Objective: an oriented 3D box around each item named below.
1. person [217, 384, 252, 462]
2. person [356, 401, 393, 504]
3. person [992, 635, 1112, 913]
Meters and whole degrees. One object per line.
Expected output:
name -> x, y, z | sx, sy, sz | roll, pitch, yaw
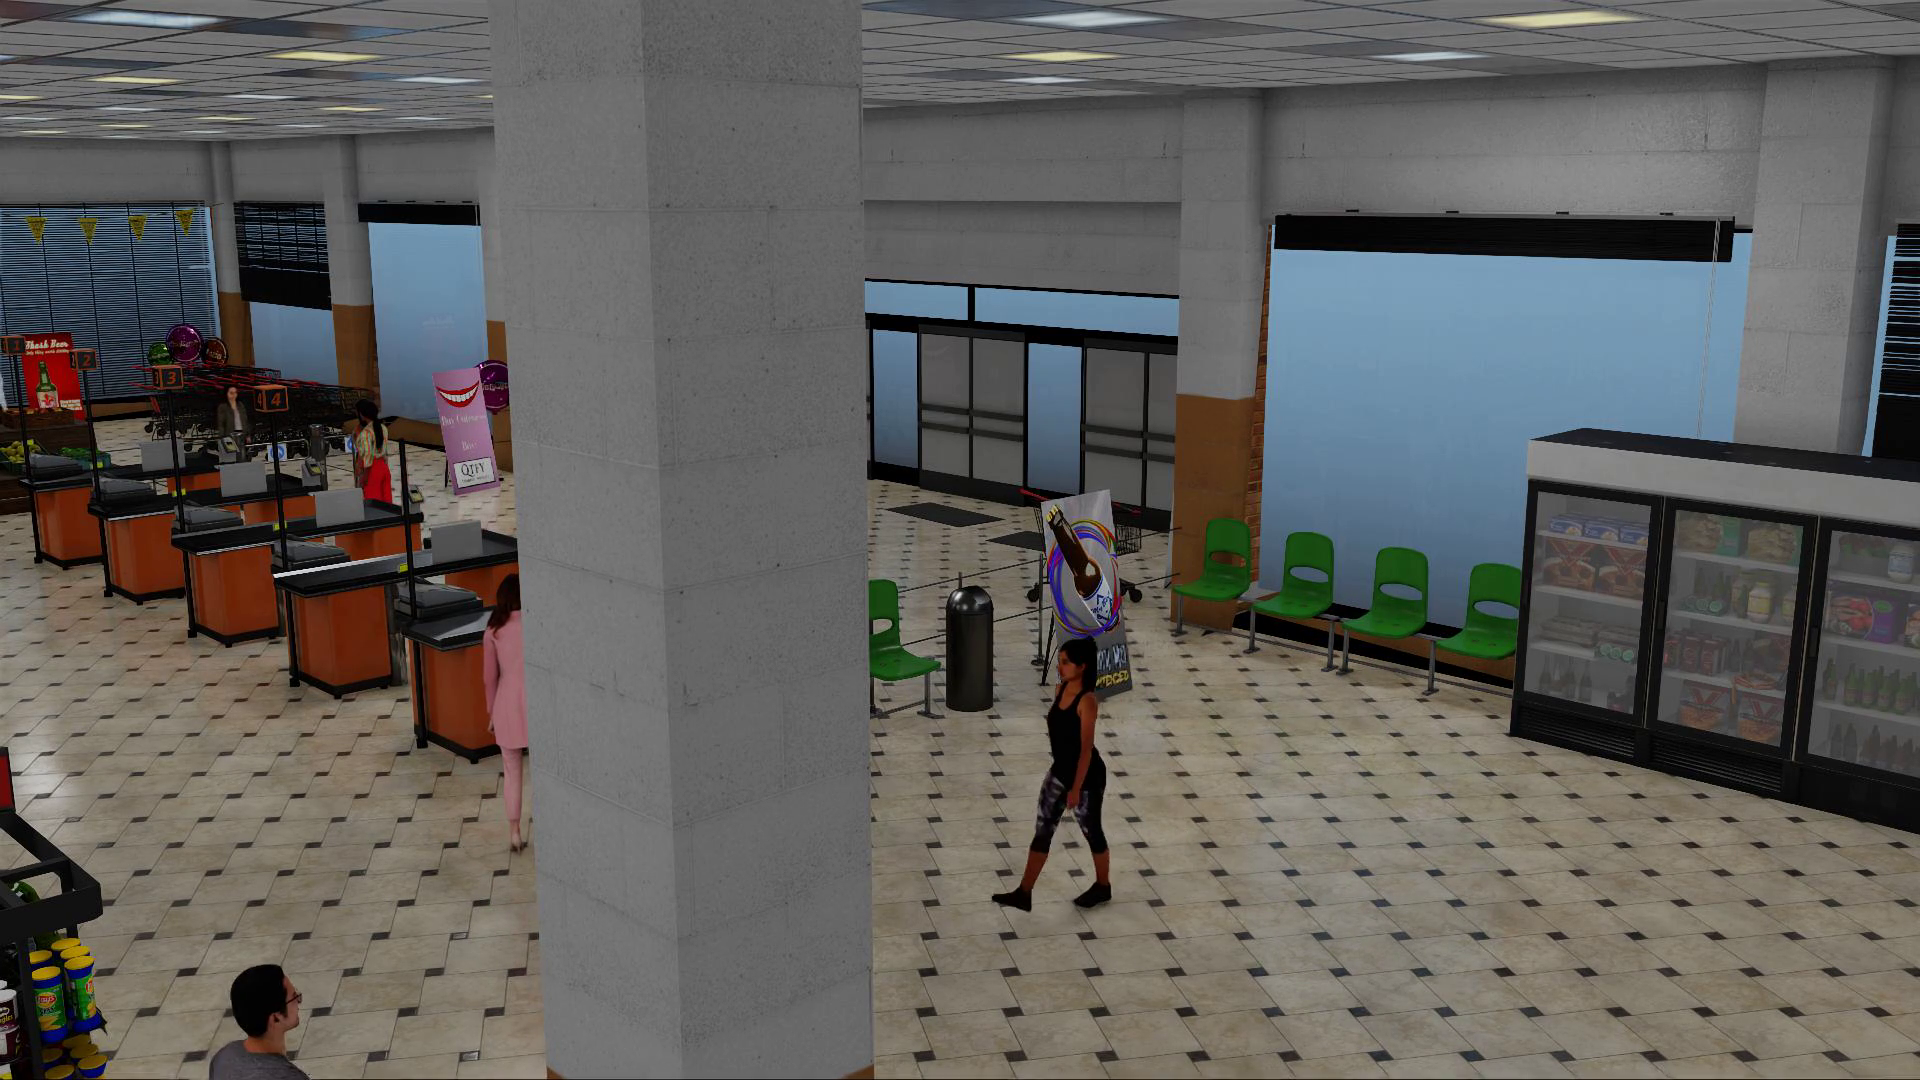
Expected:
person -> -10.120, -1.435, 23.184 | 0.667, 1.476, 0.480 | 9, 15, 38
person -> -6.624, -0.689, 18.877 | 0.744, 1.792, 0.636 | 3, 12, 14
person -> 0.738, 1.355, 9.548 | 1.063, 1.636, 0.783 | -7, 14, -29
